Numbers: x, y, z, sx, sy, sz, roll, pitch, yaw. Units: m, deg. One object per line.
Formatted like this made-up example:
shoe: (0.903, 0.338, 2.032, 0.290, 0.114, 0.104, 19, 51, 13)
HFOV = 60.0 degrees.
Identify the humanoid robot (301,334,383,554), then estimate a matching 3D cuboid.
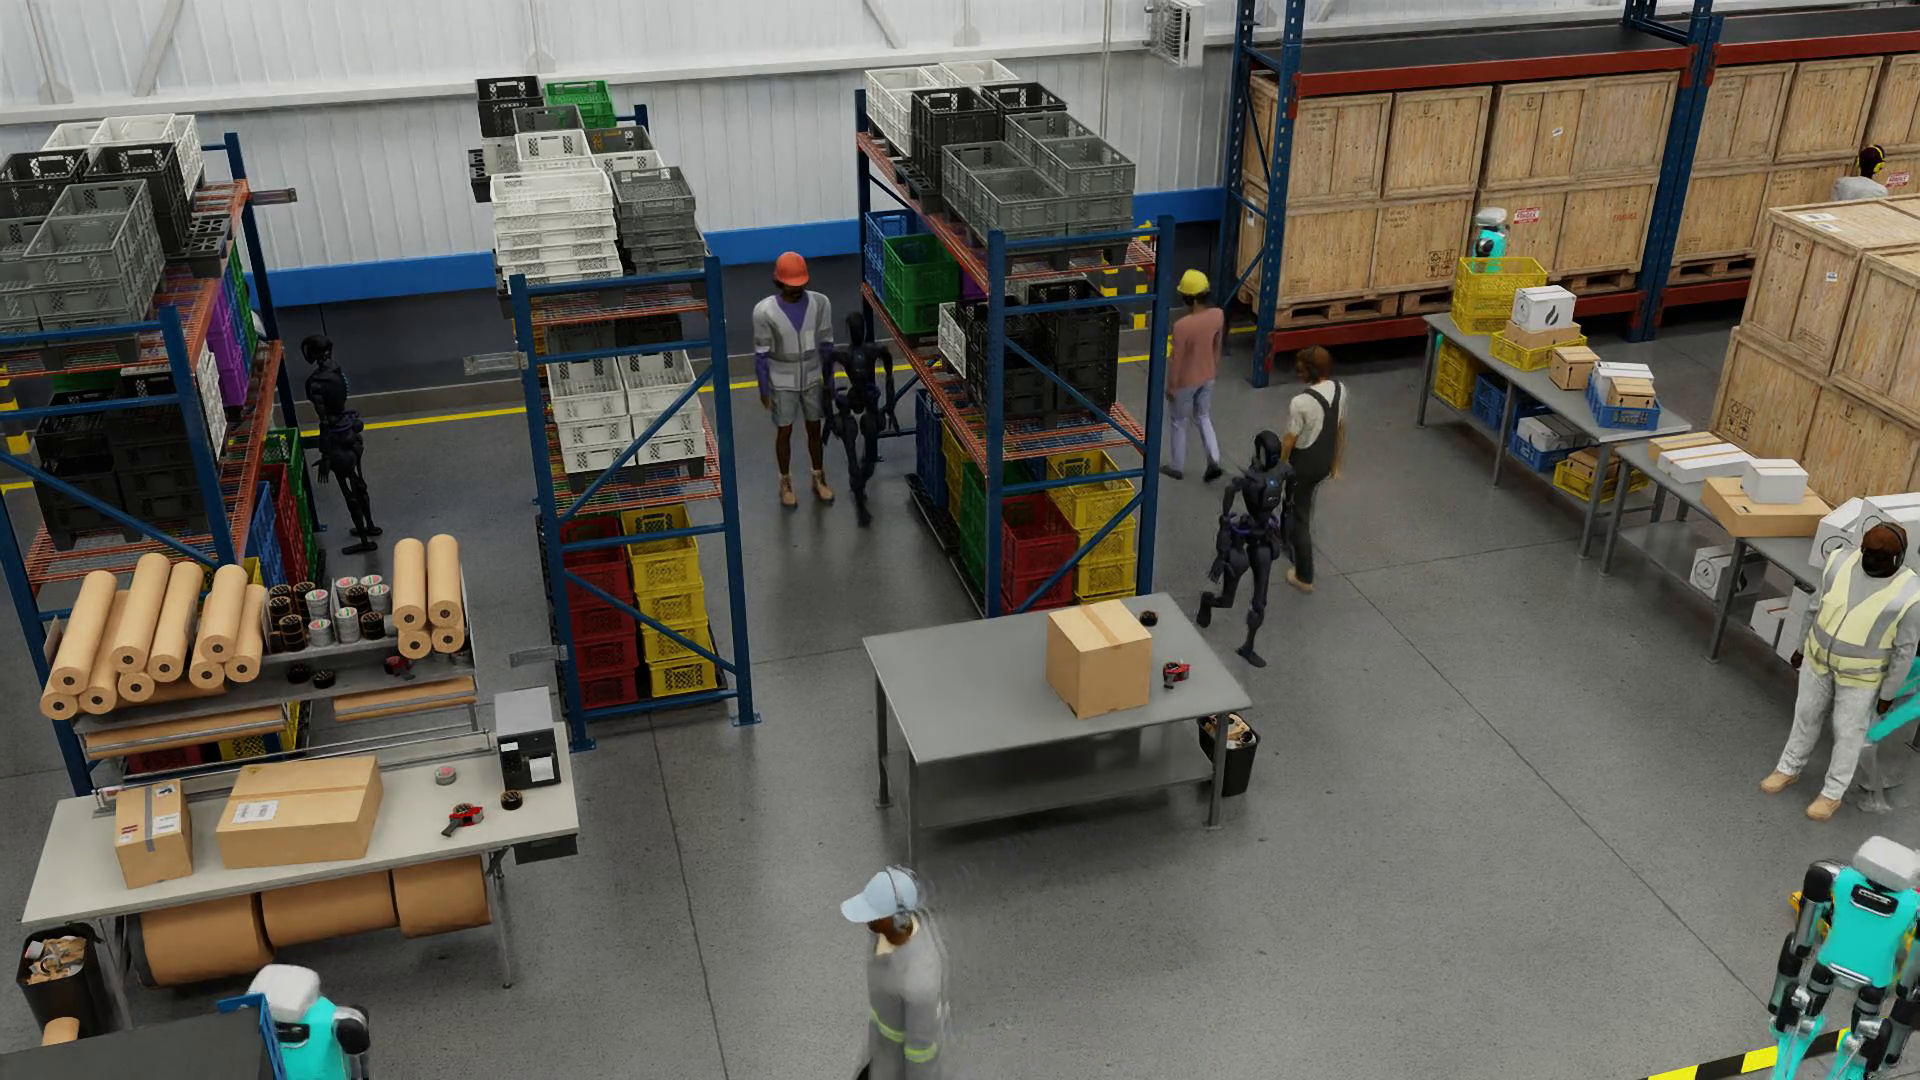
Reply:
humanoid robot: (-4.465, -0.699, 11.955, 0.311, 1.657, 0.599, -2, 29, -3)

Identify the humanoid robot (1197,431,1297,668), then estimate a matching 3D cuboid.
humanoid robot: (1.845, -0.016, 10.760, 0.608, 1.631, 0.656, -13, 31, -22)

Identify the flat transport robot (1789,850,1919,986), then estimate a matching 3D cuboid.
flat transport robot: (5.163, 1.916, 8.676, 1.431, 0.231, 0.659, -8, 30, -14)

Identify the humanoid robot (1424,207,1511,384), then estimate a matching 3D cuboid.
humanoid robot: (4.294, -1.987, 14.359, 0.675, 1.879, 0.572, 18, 34, 29)

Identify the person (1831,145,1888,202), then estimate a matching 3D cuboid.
person: (8.283, -2.749, 15.500, 0.331, 1.873, 0.516, -21, 35, -33)

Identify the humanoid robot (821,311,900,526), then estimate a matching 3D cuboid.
humanoid robot: (-0.750, -0.929, 12.436, 0.603, 1.670, 0.638, -7, 30, -13)

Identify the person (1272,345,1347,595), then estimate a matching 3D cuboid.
person: (2.320, -0.561, 11.599, 0.568, 1.797, 0.776, -22, 36, -35)

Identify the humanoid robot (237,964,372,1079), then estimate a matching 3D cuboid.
humanoid robot: (-2.439, 2.503, 6.203, 0.538, 1.902, 0.733, 0, 29, 0)

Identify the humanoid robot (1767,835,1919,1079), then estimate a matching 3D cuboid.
humanoid robot: (3.504, 2.100, 6.815, 0.573, 1.777, 0.790, 21, 35, 33)

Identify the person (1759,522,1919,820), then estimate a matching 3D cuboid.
person: (4.930, 0.712, 9.248, 0.429, 1.834, 0.631, -16, 33, -26)

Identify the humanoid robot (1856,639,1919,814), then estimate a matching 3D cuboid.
humanoid robot: (5.255, 0.734, 9.262, 0.712, 1.756, 0.530, -1, 29, -2)

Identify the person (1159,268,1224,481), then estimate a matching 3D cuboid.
person: (1.812, -1.250, 12.897, 0.538, 1.771, 0.459, -18, 33, -29)

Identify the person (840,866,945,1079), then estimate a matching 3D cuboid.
person: (-0.224, 2.052, 6.796, 0.504, 1.838, 0.607, -8, 30, -14)

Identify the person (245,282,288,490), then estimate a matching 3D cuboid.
person: (-5.299, -1.096, 12.494, 0.321, 1.870, 0.528, -15, 32, -25)

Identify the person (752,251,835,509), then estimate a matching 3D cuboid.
person: (-1.223, -1.197, 12.509, 0.607, 2.039, 0.399, -11, 31, -19)

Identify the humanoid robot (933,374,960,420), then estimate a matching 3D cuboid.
humanoid robot: (0.044, -1.642, 13.720, 0.744, 1.629, 0.610, -3, 29, -6)
